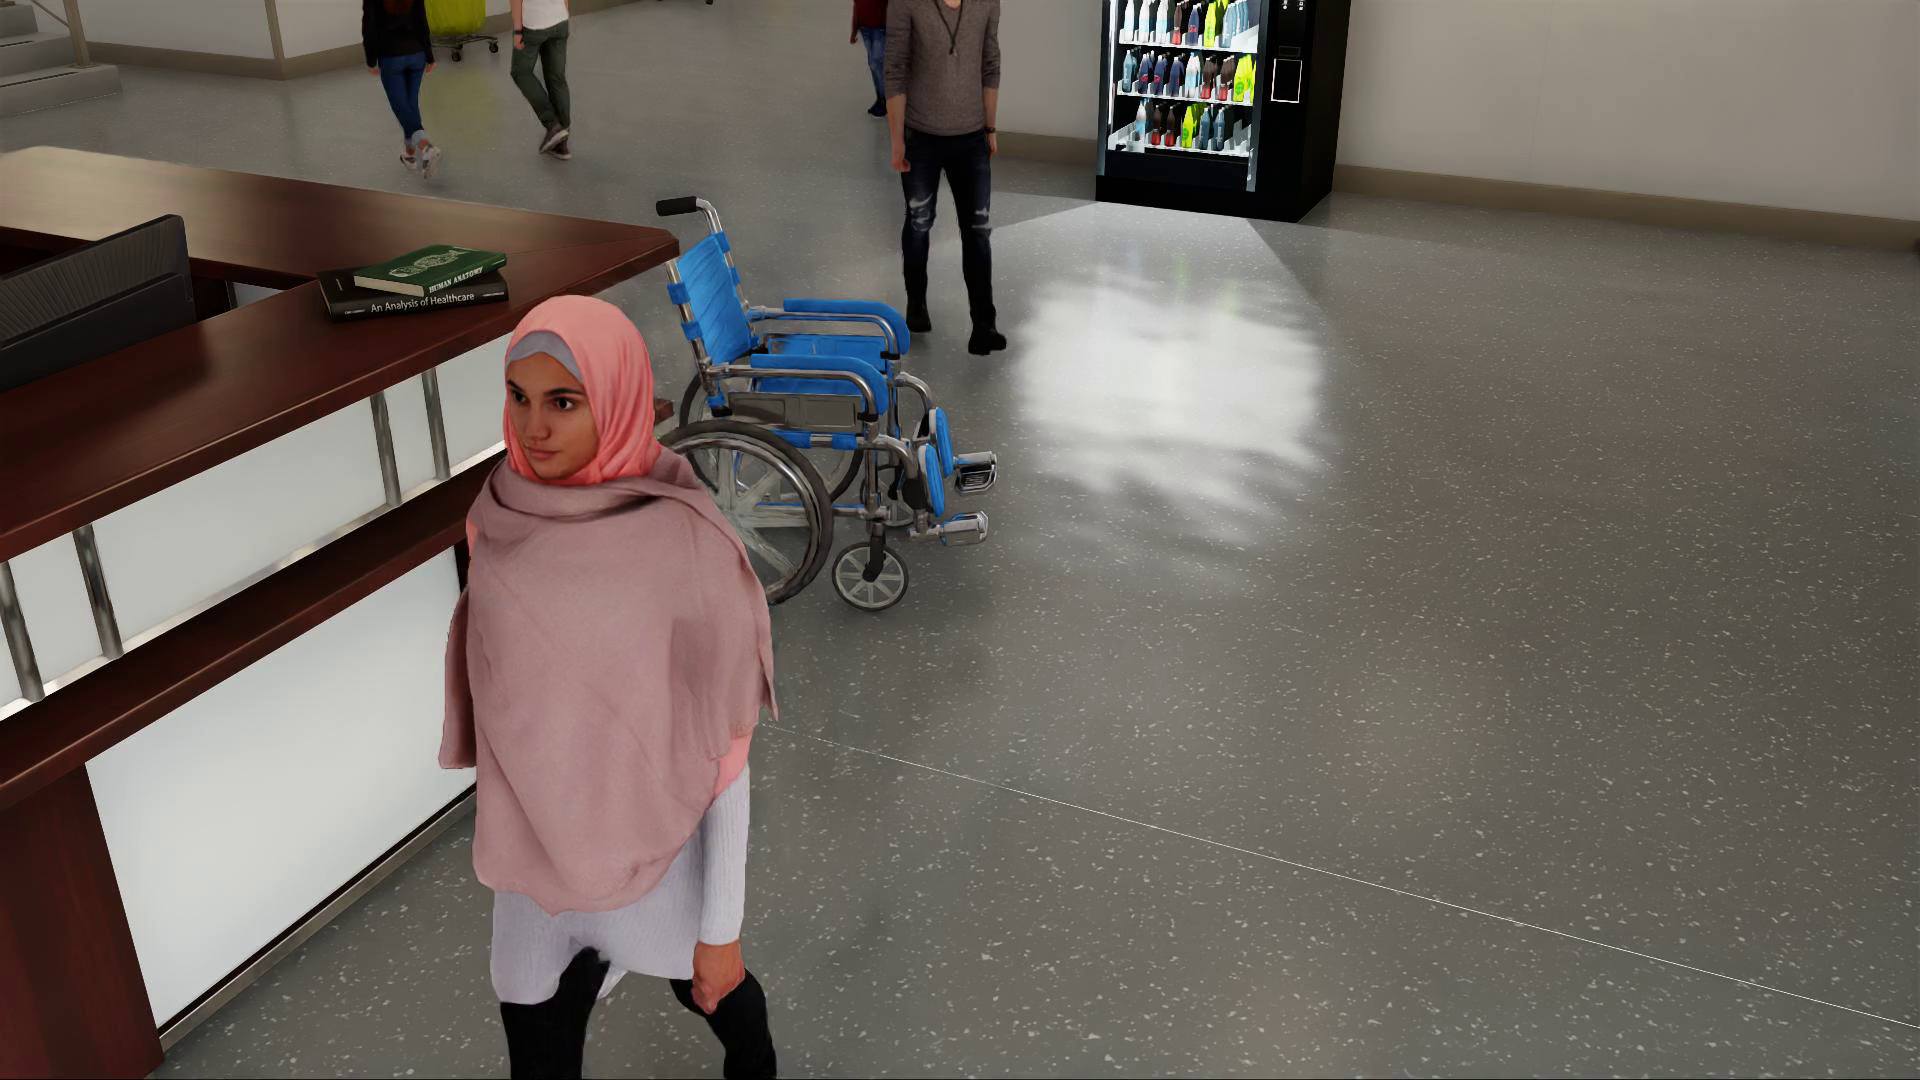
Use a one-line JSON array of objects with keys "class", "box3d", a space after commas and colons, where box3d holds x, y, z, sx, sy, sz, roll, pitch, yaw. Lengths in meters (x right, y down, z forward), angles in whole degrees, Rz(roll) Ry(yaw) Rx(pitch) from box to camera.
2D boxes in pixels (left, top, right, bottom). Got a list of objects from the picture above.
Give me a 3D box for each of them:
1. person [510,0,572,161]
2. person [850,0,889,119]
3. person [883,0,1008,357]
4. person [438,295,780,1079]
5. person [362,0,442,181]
[{"class": "person", "box3d": [-2.580, -3.201, 10.429, 0.709, 1.643, 0.772, -21, 33, -36]}, {"class": "person", "box3d": [-0.557, -3.672, 11.859, 0.546, 1.249, 0.621, 20, 32, 35]}, {"class": "person", "box3d": [-0.107, -1.755, 7.179, 1.221, 1.860, 1.220, -6, 26, -13]}, {"class": "person", "box3d": [-0.487, 0.474, 2.682, 1.132, 1.751, 0.774, 9, 27, 18]}, {"class": "person", "box3d": [-3.355, -2.923, 10.061, 0.781, 1.461, 1.010, -23, 34, -39]}]
